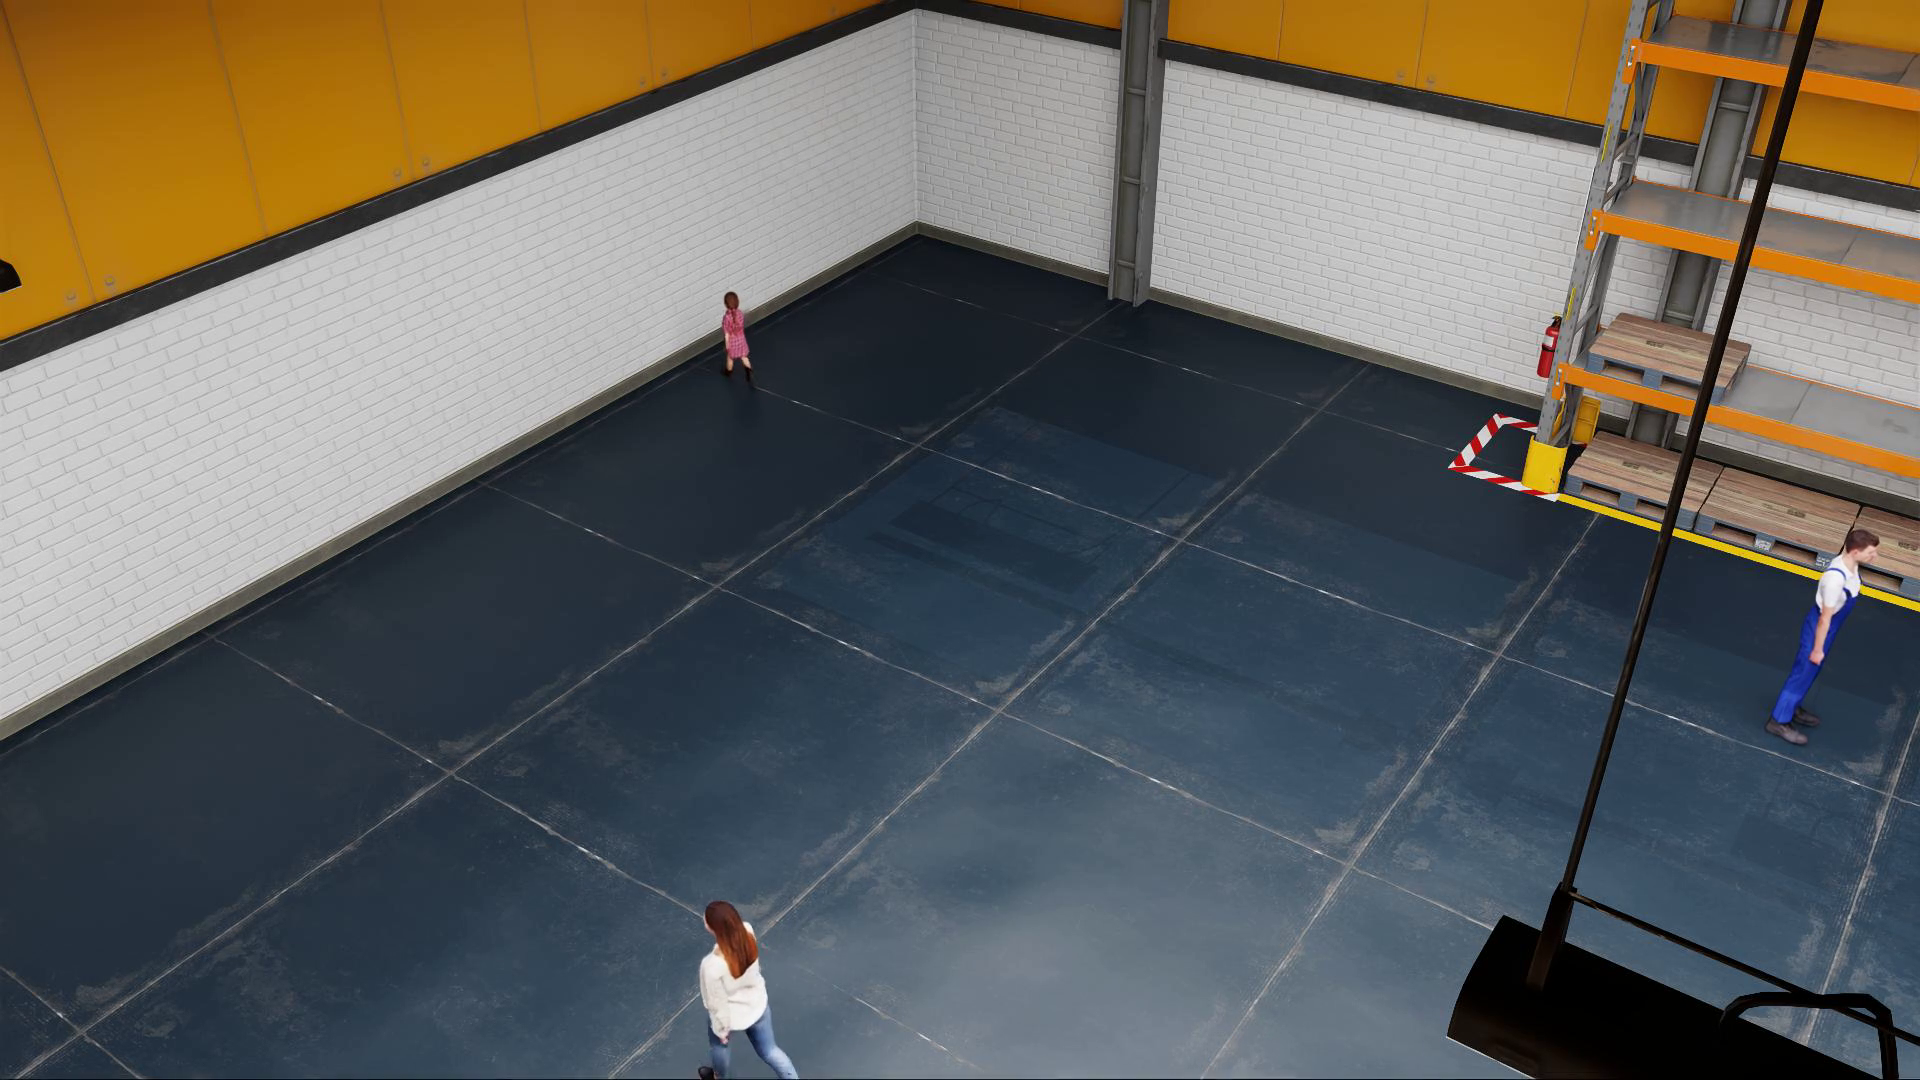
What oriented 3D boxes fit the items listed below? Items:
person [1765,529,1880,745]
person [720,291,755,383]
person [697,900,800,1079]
[{"bbox_3d":[6.513,0.684,12.578,0.562,1.849,0.625,24,40,31],"label":"person"},{"bbox_3d":[-2.359,-2.127,17.560,0.735,1.016,0.501,29,43,36],"label":"person"},{"bbox_3d":[-1.203,2.754,9.640,1.088,1.654,0.609,23,40,30],"label":"person"}]
